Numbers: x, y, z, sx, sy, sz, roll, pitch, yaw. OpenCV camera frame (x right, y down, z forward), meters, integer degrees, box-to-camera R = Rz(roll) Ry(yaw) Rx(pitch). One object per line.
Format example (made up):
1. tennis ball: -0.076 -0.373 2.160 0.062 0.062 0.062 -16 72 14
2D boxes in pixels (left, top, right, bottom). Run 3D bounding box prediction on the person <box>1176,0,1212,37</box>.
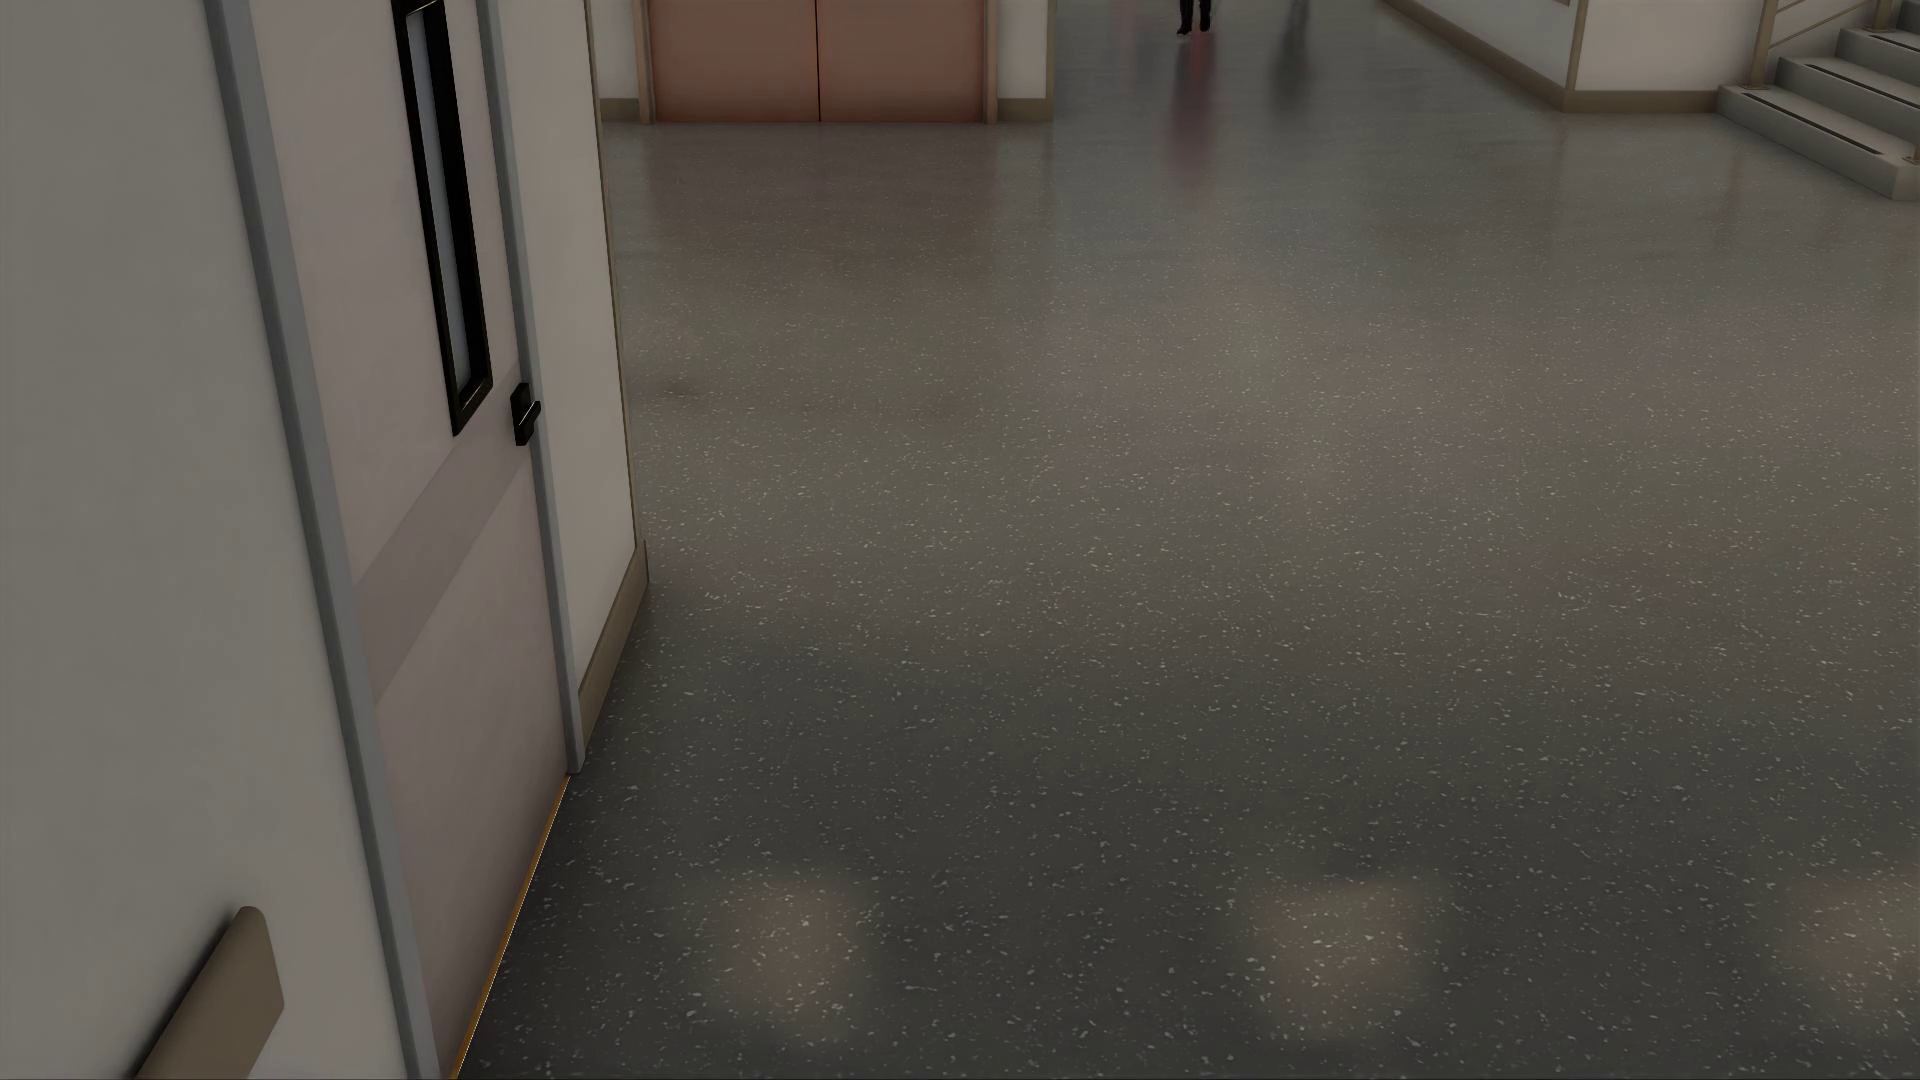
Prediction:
1. person: 2.162 -5.576 15.044 0.710 1.943 0.795 9 27 17
